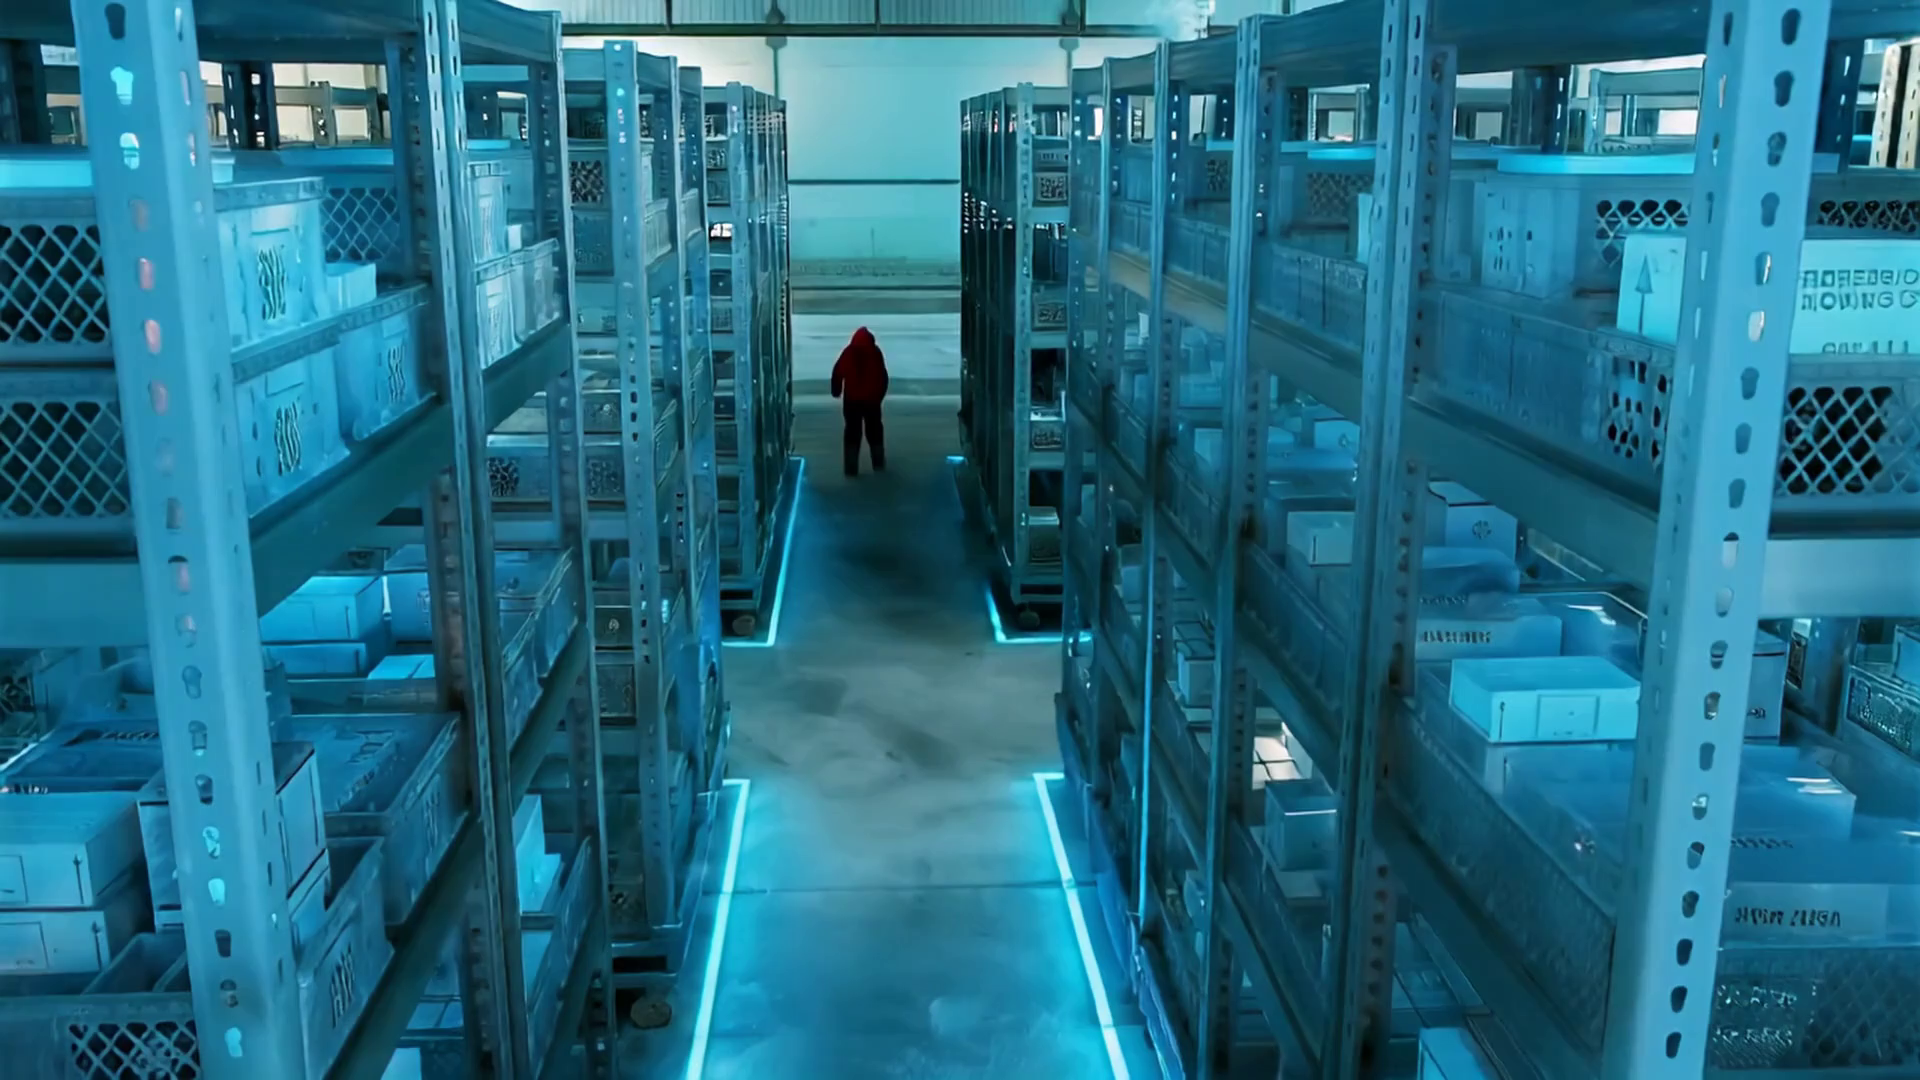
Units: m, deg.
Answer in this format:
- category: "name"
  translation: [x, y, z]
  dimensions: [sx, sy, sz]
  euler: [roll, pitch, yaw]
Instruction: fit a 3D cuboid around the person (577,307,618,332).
- category: "person"
  translation: [-3.375, -1.352, 15.432]
  dimensions: [0.605, 1.829, 0.439]
  euler: [-2, 14, -8]
